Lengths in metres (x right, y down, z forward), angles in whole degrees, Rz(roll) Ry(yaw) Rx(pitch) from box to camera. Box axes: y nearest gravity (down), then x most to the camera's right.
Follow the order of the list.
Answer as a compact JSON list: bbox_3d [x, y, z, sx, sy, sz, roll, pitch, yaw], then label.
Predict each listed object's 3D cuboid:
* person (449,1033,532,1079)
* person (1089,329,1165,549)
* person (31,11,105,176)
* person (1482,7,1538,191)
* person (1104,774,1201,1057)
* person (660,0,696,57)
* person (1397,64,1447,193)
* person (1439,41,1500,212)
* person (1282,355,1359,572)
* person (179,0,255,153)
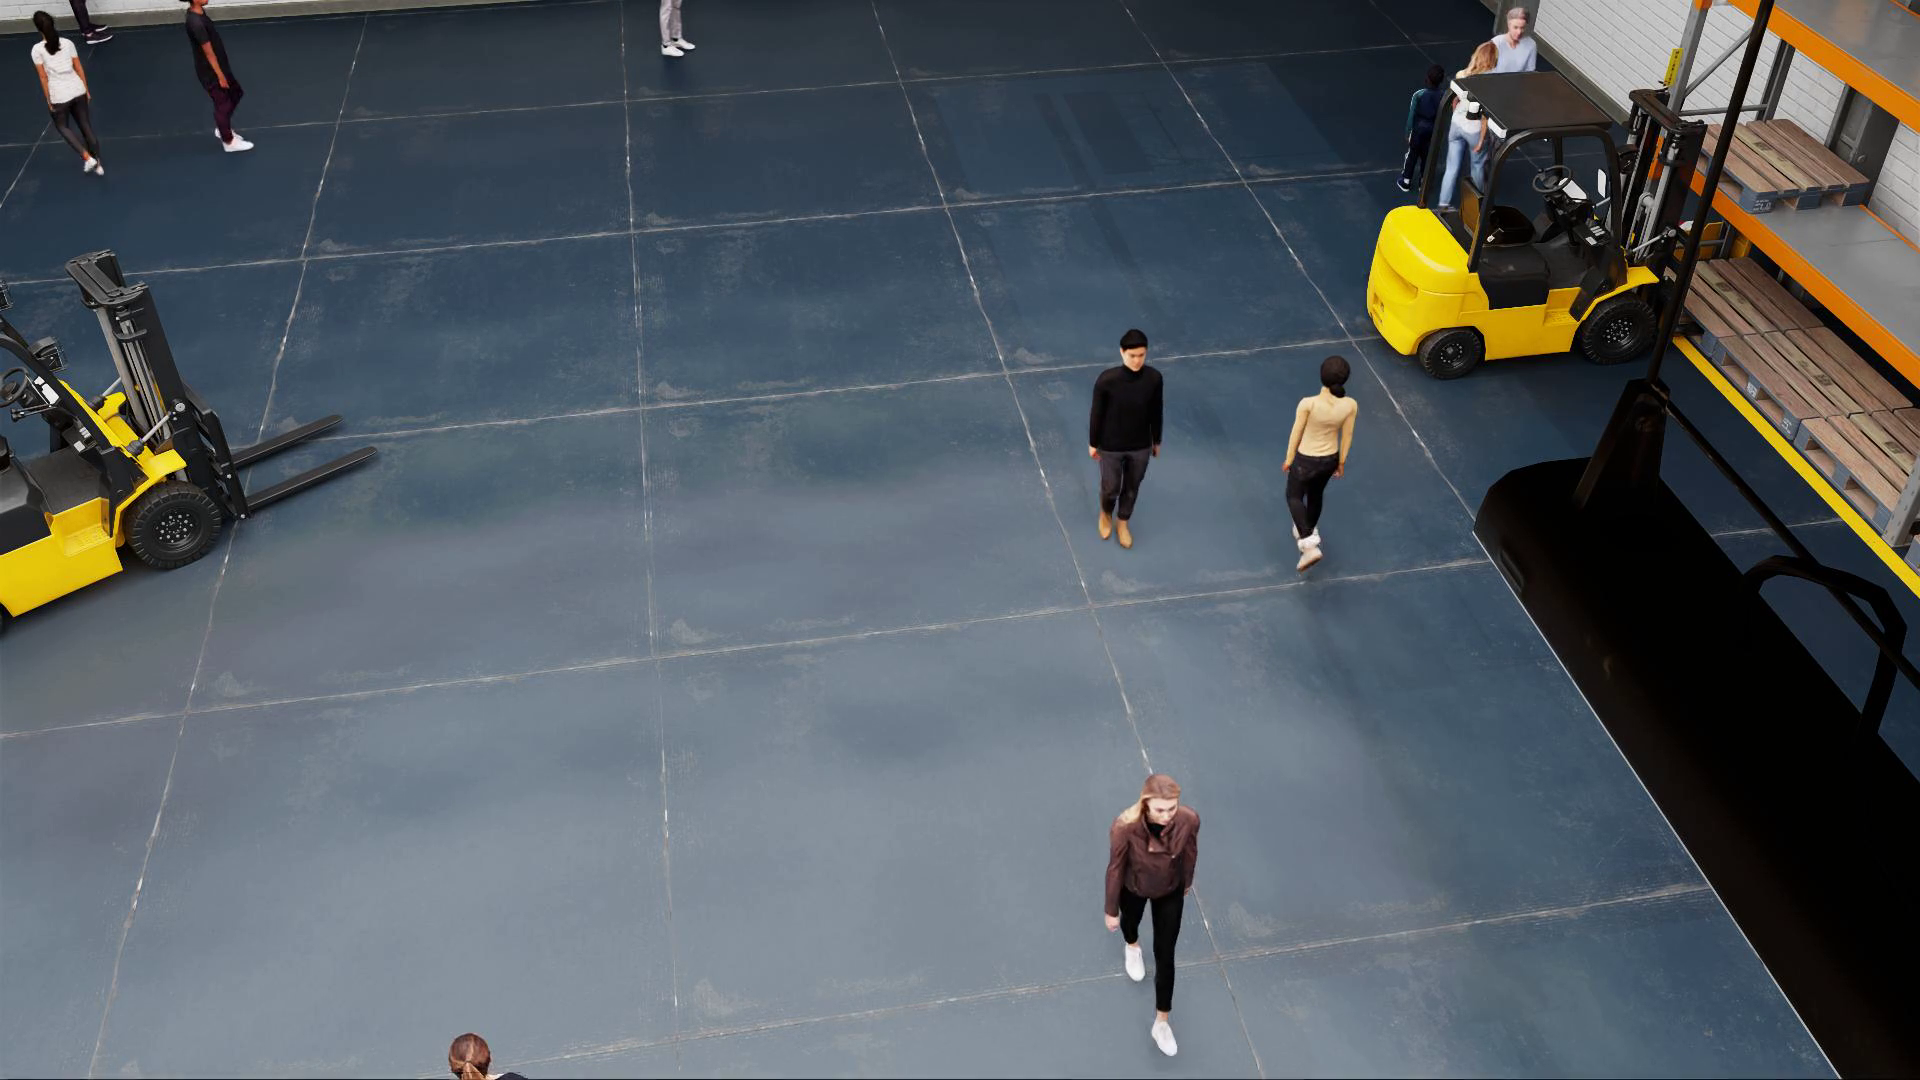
[{"bbox_3d":[-1.964,2.767,7.238,0.704,1.654,1.106,-2,39,-2],"label":"person"},{"bbox_3d":[1.135,-0.747,11.586,0.649,1.719,0.570,-5,39,-7],"label":"person"},{"bbox_3d":[-8.586,-4.272,16.065,0.787,1.638,0.729,29,47,31],"label":"person"},{"bbox_3d":[5.063,-4.151,15.735,0.686,1.861,0.907,-4,39,-5],"label":"person"},{"bbox_3d":[0.953,1.732,8.524,0.709,1.666,1.053,-2,39,-3],"label":"person"},{"bbox_3d":[-3.242,-6.334,18.489,0.803,1.836,0.673,13,41,16],"label":"person"},{"bbox_3d":[4.464,-3.958,15.979,0.535,1.255,0.516,0,39,1],"label":"person"},{"bbox_3d":[4.638,-3.738,15.348,1.019,1.699,1.025,31,48,33],"label":"person"},{"bbox_3d":[2.442,-0.494,11.332,0.599,1.641,0.883,-4,39,-5],"label":"person"},{"bbox_3d":[-7.488,-4.699,16.490,0.746,1.775,0.589,-13,40,-15],"label":"person"}]
